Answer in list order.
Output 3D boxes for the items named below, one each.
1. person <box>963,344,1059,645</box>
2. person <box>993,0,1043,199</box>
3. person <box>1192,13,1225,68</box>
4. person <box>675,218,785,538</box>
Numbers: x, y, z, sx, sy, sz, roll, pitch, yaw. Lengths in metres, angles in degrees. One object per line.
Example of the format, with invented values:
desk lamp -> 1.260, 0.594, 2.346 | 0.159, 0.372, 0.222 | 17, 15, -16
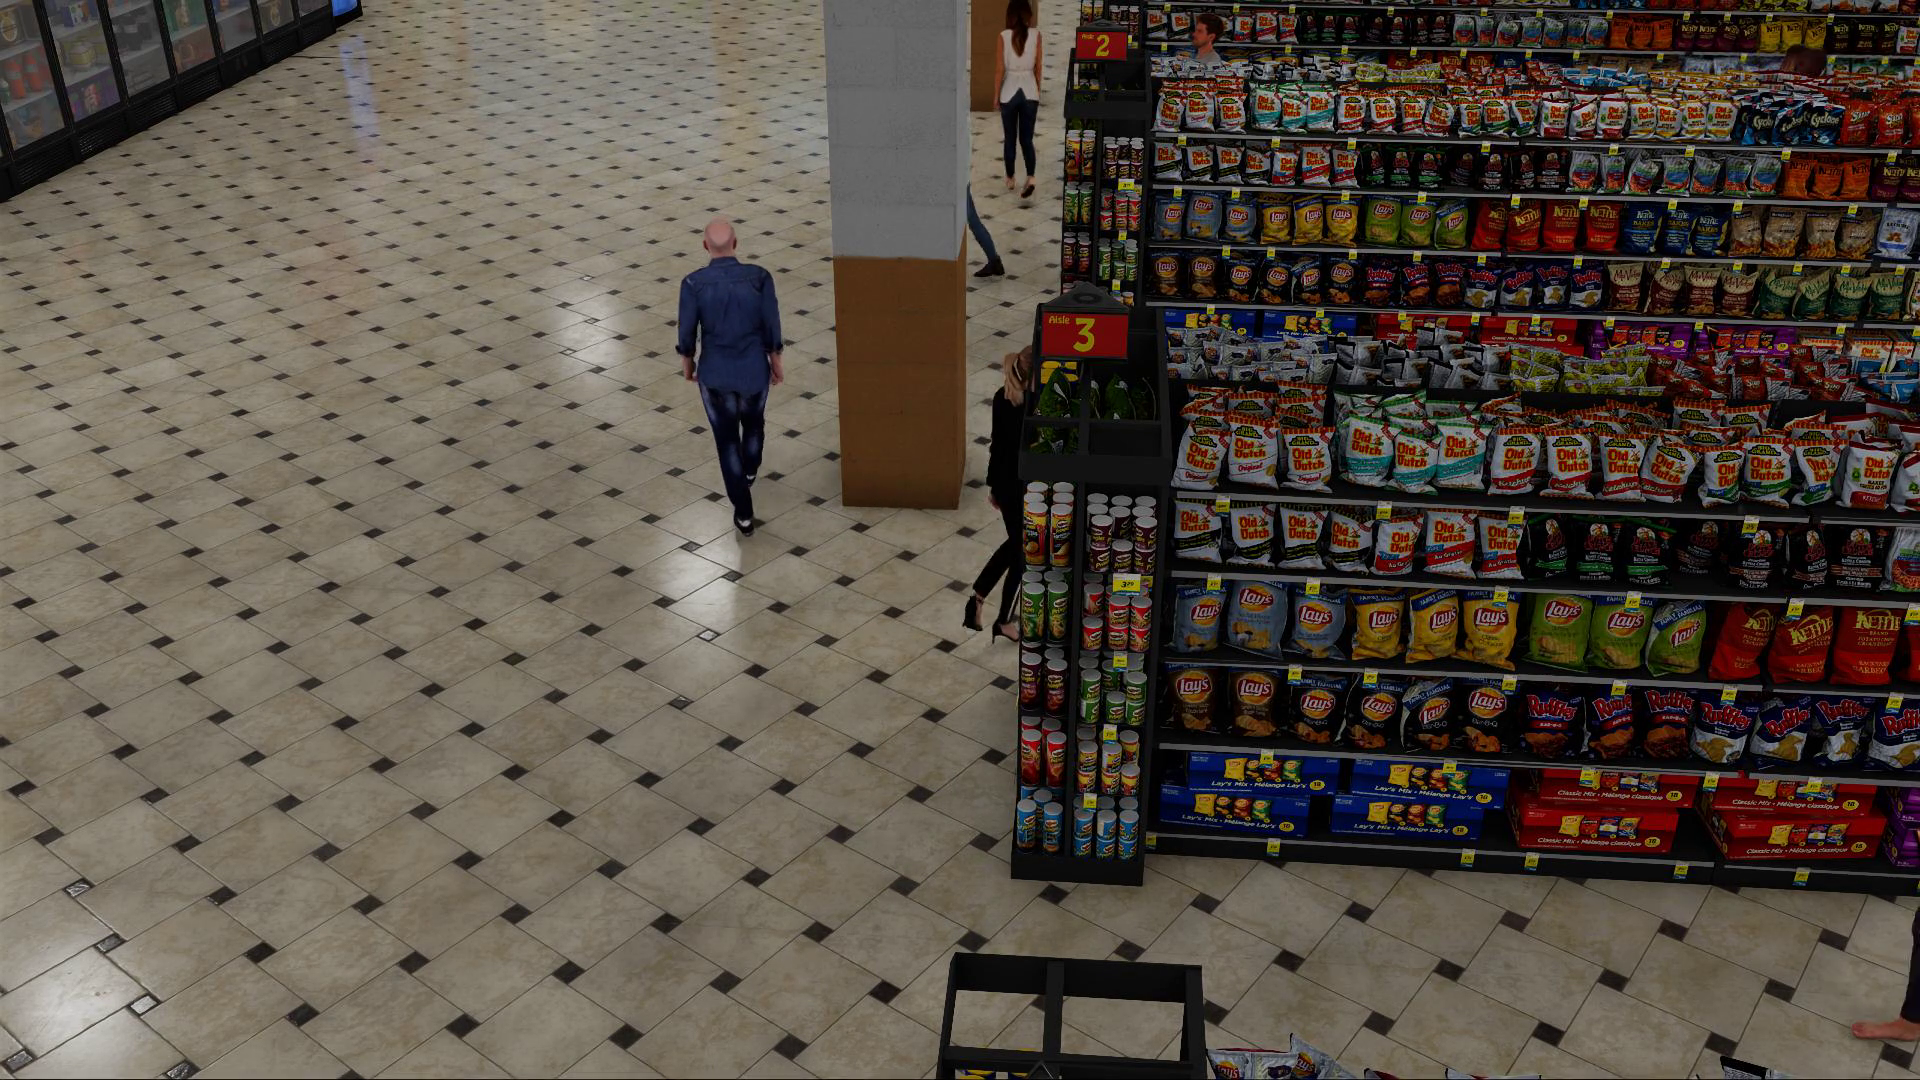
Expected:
person -> 0.244, -0.155, 8.135 | 0.858, 1.681, 0.797 | -22, 35, -34
person -> 0.561, -3.976, 15.054 | 0.950, 1.758, 0.793 | -5, 29, -9
person -> 2.005, -3.421, 13.881 | 0.657, 1.908, 0.706 | -4, 29, -7
person -> -1.252, -0.870, 9.331 | 1.163, 1.789, 1.076 | -9, 30, -15
